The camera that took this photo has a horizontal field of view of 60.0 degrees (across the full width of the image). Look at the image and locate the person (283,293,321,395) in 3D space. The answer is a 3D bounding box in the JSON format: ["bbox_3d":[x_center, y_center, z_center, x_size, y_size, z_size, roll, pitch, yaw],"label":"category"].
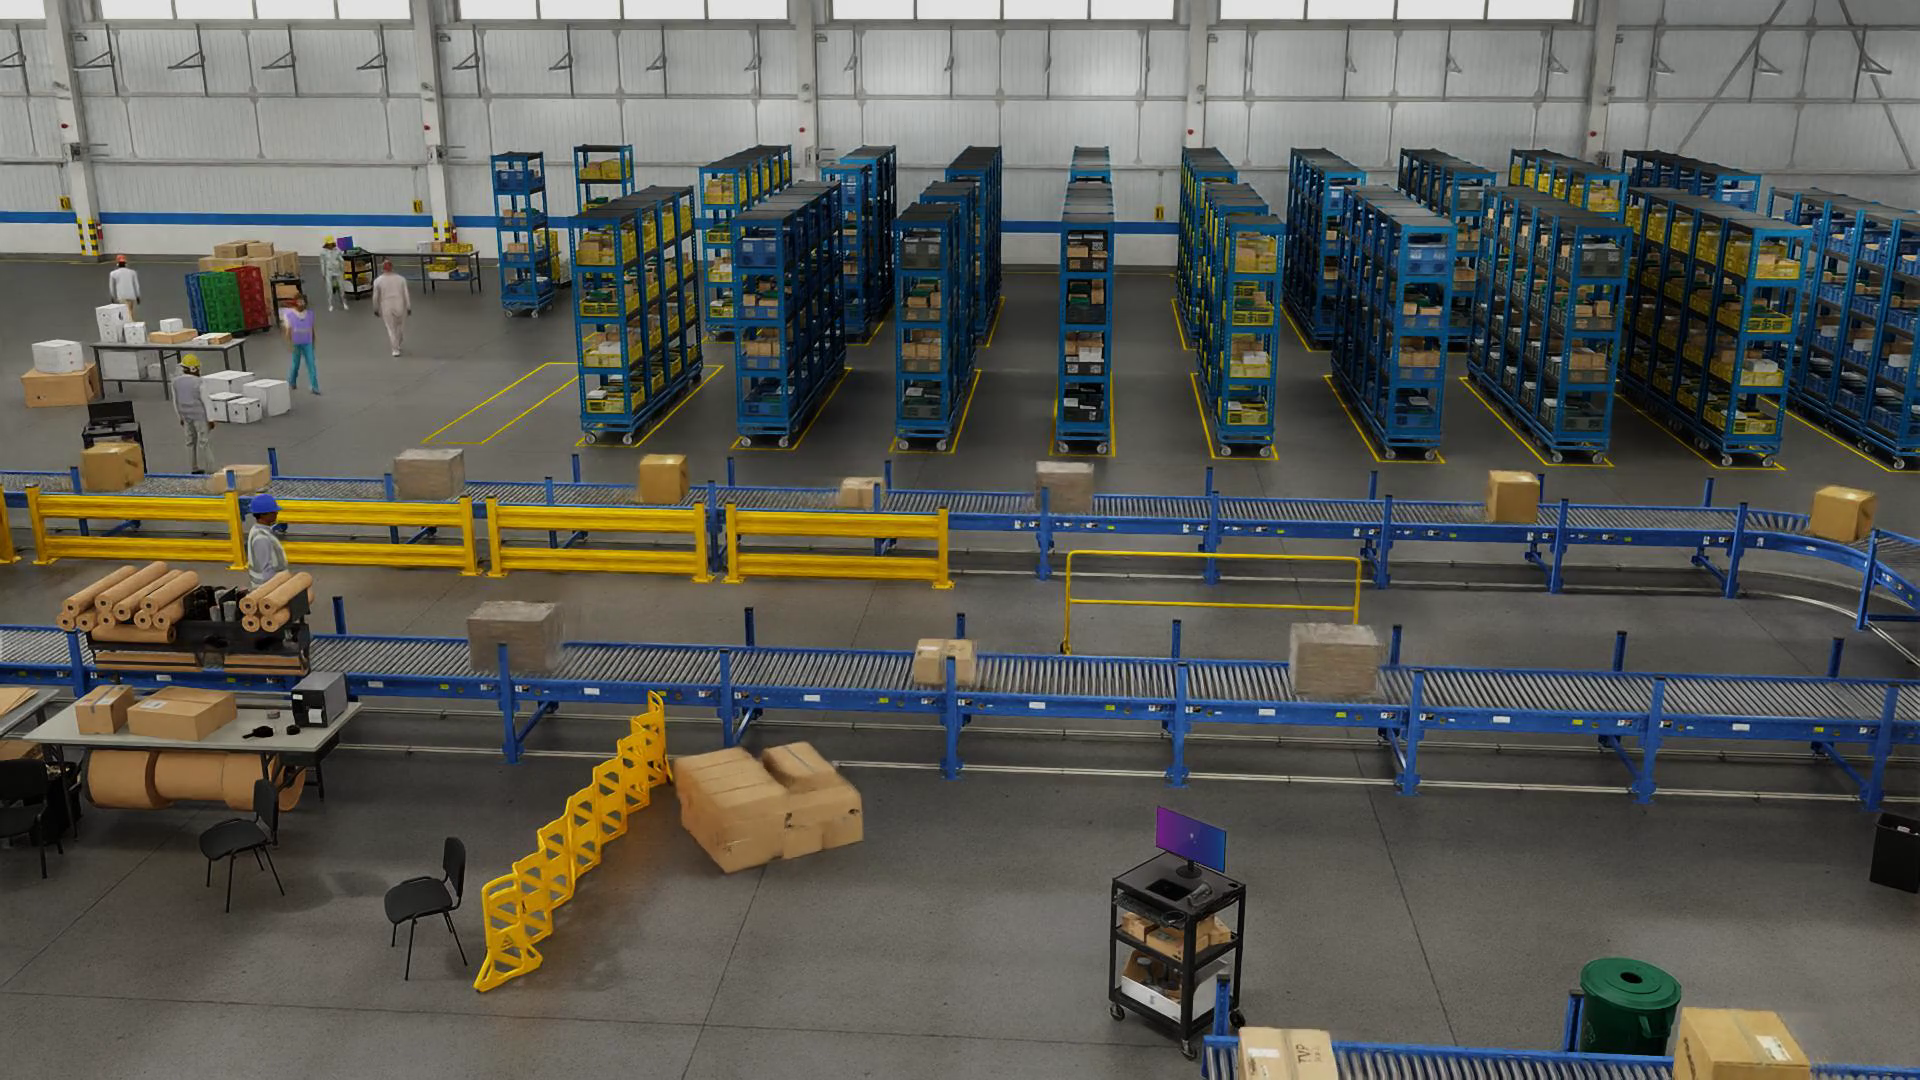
[{"bbox_3d":[-11.802,-3.525,29.772,0.571,1.822,0.812,-15,23,-39],"label":"person"}]

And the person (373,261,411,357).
[{"bbox_3d":[-11.371,-4.641,33.249,0.664,1.857,0.975,-11,21,-32],"label":"person"}]

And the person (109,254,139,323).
[{"bbox_3d":[-17.622,-5.171,35.142,0.737,1.727,0.569,16,24,42],"label":"person"}]

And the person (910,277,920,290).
[{"bbox_3d":[-0.846,-5.556,36.293,0.597,1.770,0.853,3,18,9],"label":"person"}]

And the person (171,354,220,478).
[{"bbox_3d":[-11.156,-1.803,24.296,0.591,1.824,0.404,4,18,14],"label":"person"}]

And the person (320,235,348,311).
[{"bbox_3d":[-14.379,-6.128,38.176,0.490,1.736,0.349,-9,19,-25],"label":"person"}]

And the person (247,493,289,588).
[{"bbox_3d":[-6.984,0.472,16.874,0.389,1.949,0.603,-8,19,-24],"label":"person"}]
